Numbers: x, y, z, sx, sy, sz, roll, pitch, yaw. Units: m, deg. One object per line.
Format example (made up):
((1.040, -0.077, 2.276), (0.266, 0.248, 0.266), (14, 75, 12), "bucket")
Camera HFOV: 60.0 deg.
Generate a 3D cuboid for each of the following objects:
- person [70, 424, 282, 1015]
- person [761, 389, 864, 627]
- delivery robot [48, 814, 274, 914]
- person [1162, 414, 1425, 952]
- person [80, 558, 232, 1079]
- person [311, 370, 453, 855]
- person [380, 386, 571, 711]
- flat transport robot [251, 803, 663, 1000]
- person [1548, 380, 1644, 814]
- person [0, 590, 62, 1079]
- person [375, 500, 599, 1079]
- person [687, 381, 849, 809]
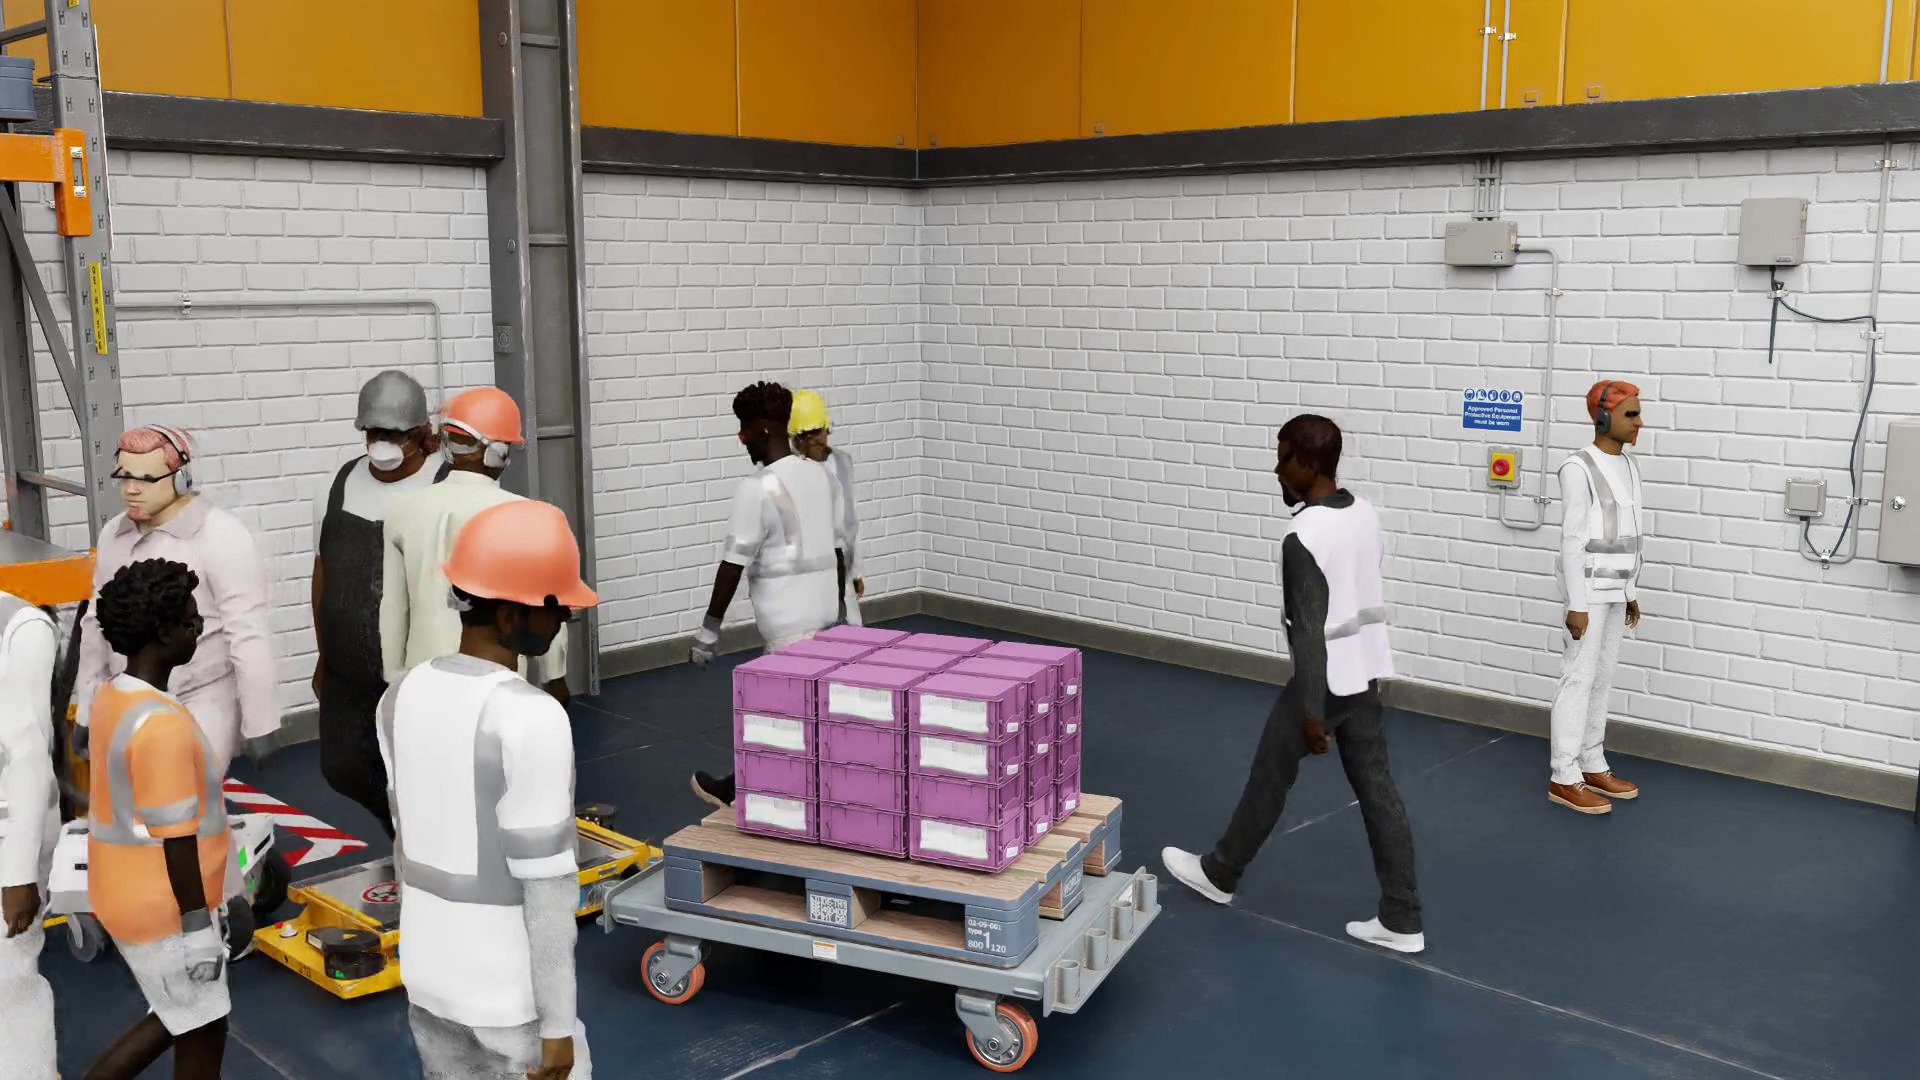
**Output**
((-2.553, 0.569, 5.321), (0.679, 1.875, 0.697), (6, 11, 30), "person")
((-0.670, 0.166, 8.026), (0.465, 1.806, 0.612), (8, 12, 39), "person")
((-2.795, 1.104, 5.802), (0.707, 0.478, 0.477), (-1, 9, -5), "delivery robot")
((1.224, 0.484, 5.891), (1.043, 1.856, 0.601), (9, 13, 42), "person")
((-1.971, 0.879, 4.010), (0.529, 1.686, 0.541), (-7, 11, -35), "person")
((-1.982, 0.387, 5.937), (0.699, 2.000, 0.615), (2, 9, 10), "person")
((-1.647, 0.455, 5.733), (0.605, 1.964, 0.606), (3, 10, 17), "person")
((-1.715, 1.260, 6.000), (0.652, 0.197, 1.431), (8, 12, 42), "flat transport robot")
((2.818, 0.241, 7.314), (0.355, 1.884, 0.576), (9, 13, 44), "person")
((-2.479, 0.767, 4.159), (0.576, 1.865, 0.413), (3, 10, 17), "person")
((-0.993, 0.877, 3.330), (0.573, 1.918, 0.582), (6, 11, 32), "person")
((-0.765, 0.311, 6.809), (1.007, 1.898, 0.636), (4, 10, 25), "person")
